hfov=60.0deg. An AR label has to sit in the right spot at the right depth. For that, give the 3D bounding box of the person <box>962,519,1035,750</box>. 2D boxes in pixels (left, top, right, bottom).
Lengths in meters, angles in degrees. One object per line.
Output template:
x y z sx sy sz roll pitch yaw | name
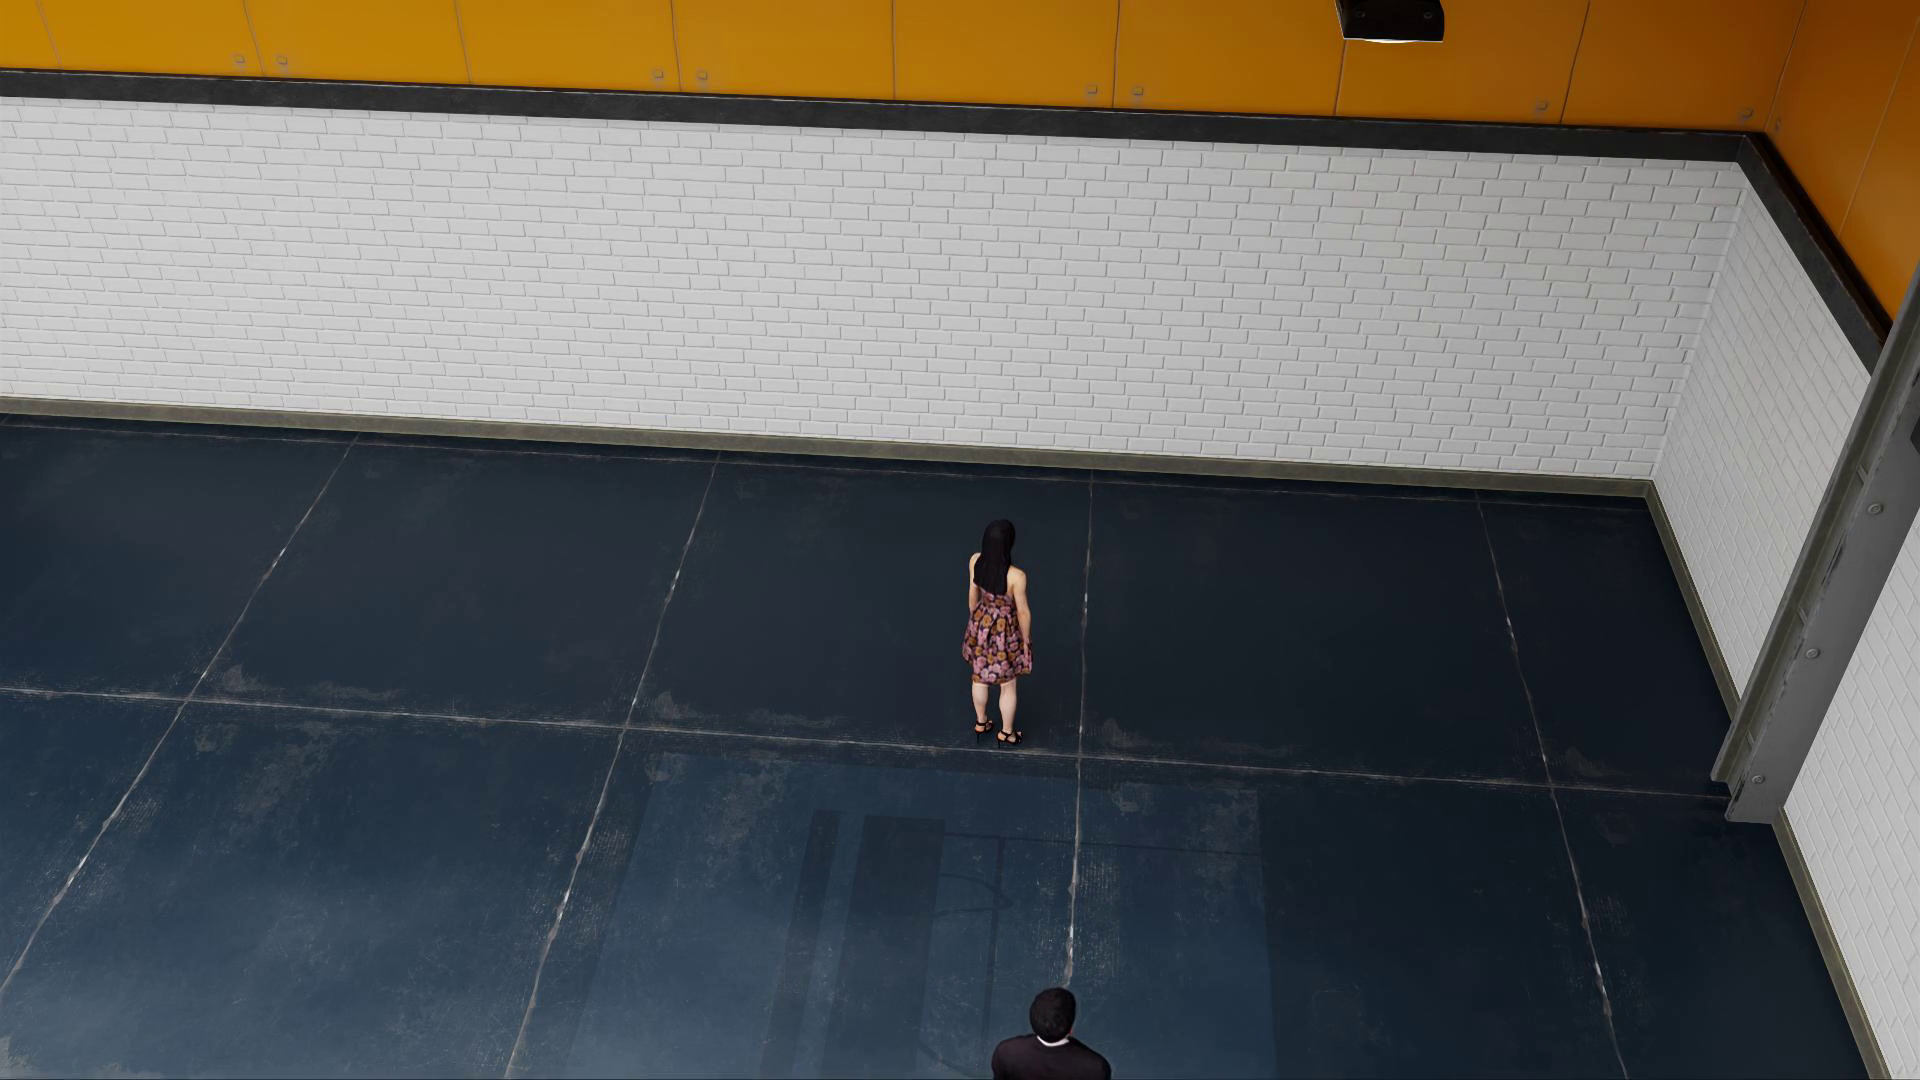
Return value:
0.240 0.587 10.382 0.787 1.773 0.821 22 43 25 | person

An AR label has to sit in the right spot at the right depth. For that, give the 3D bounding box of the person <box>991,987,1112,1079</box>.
0.400 2.705 7.642 0.711 1.883 0.575 6 39 8 | person
